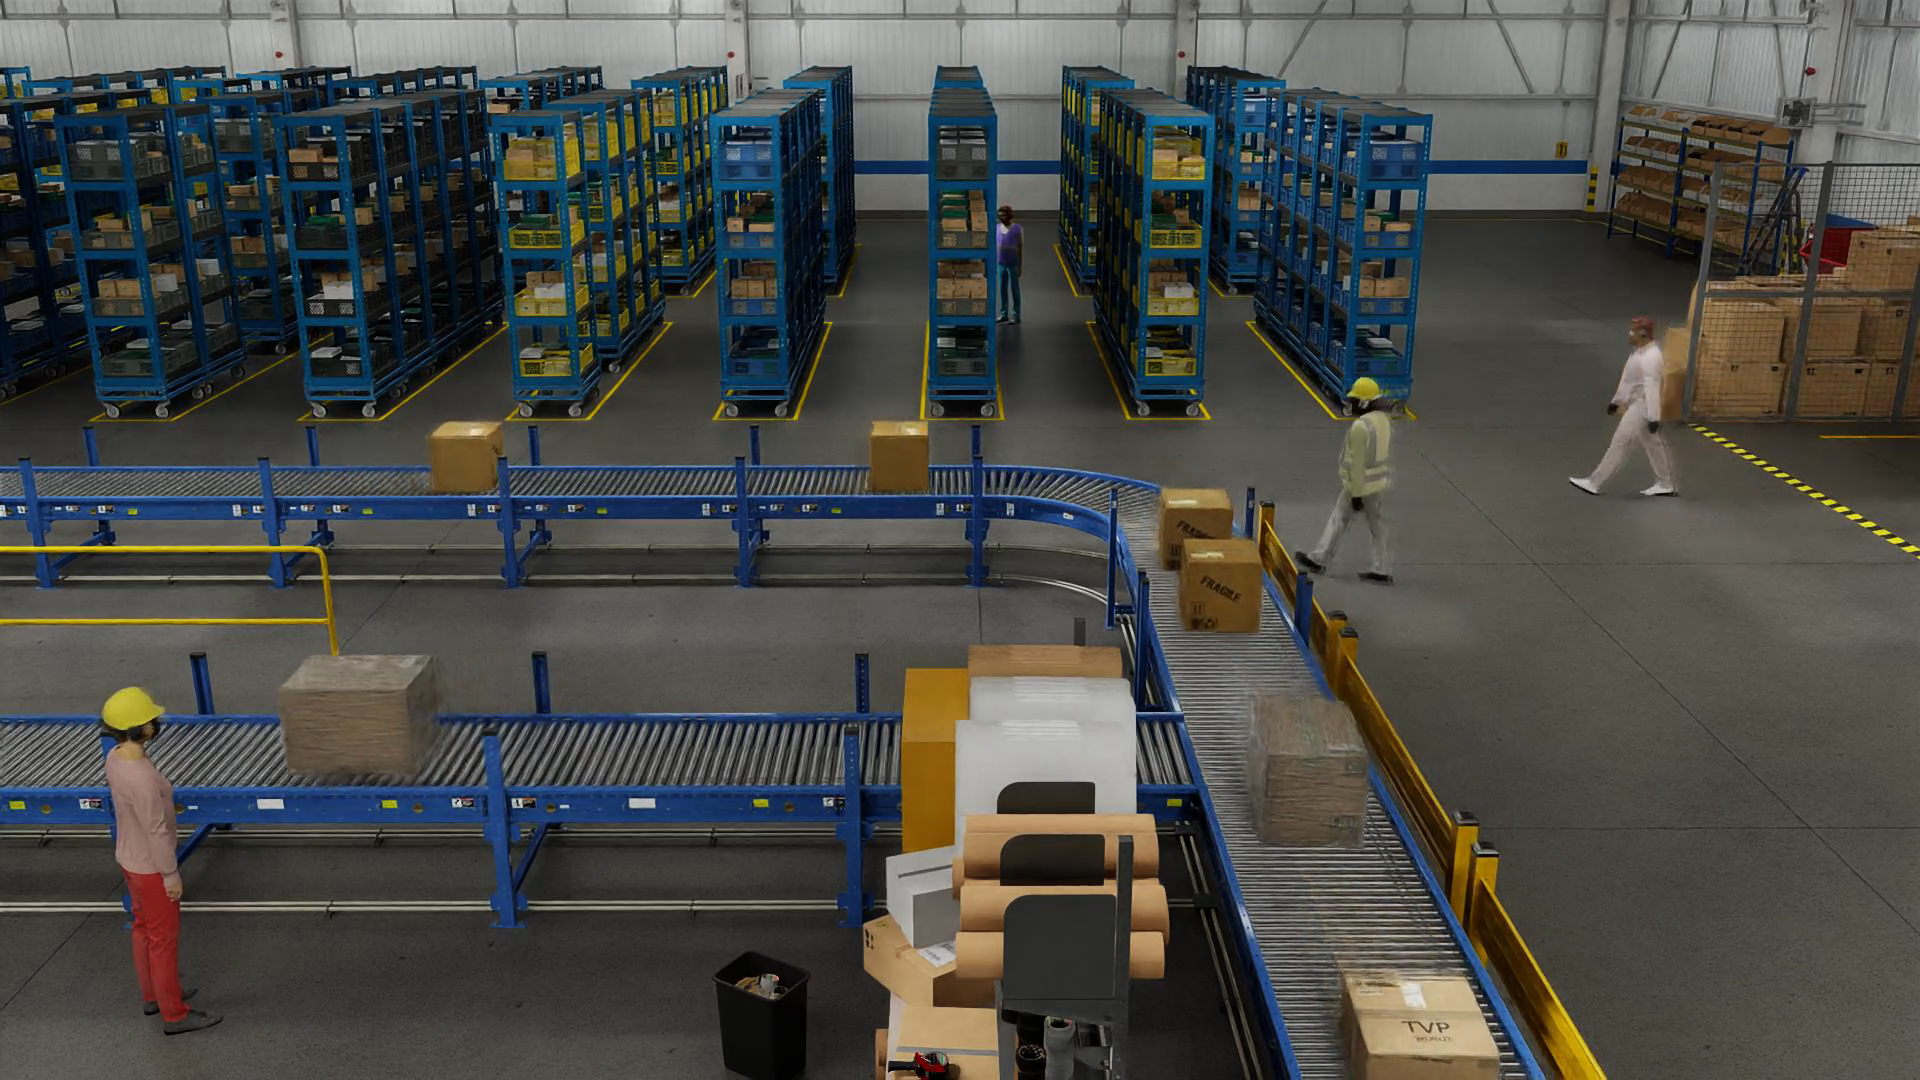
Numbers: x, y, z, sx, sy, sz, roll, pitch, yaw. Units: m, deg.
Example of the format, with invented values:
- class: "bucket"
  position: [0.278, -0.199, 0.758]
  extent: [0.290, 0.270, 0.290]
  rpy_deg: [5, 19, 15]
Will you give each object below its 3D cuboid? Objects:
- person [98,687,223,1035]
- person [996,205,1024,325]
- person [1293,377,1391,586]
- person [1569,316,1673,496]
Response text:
- class: "person"
  position: [-3.889, 1.541, 8.035]
  extent: [0.314, 1.768, 0.527]
  rpy_deg: [-16, 24, -40]
- class: "person"
  position: [0.747, -4.282, 25.870]
  extent: [0.571, 1.832, 0.400]
  rpy_deg: [13, 22, 34]
- class: "person"
  position: [3.369, -0.522, 14.334]
  extent: [0.903, 1.792, 0.623]
  rpy_deg: [15, 23, 38]
- class: "person"
  position: [6.792, -1.335, 16.756]
  extent: [1.041, 1.847, 0.656]
  rpy_deg: [5, 19, 16]
